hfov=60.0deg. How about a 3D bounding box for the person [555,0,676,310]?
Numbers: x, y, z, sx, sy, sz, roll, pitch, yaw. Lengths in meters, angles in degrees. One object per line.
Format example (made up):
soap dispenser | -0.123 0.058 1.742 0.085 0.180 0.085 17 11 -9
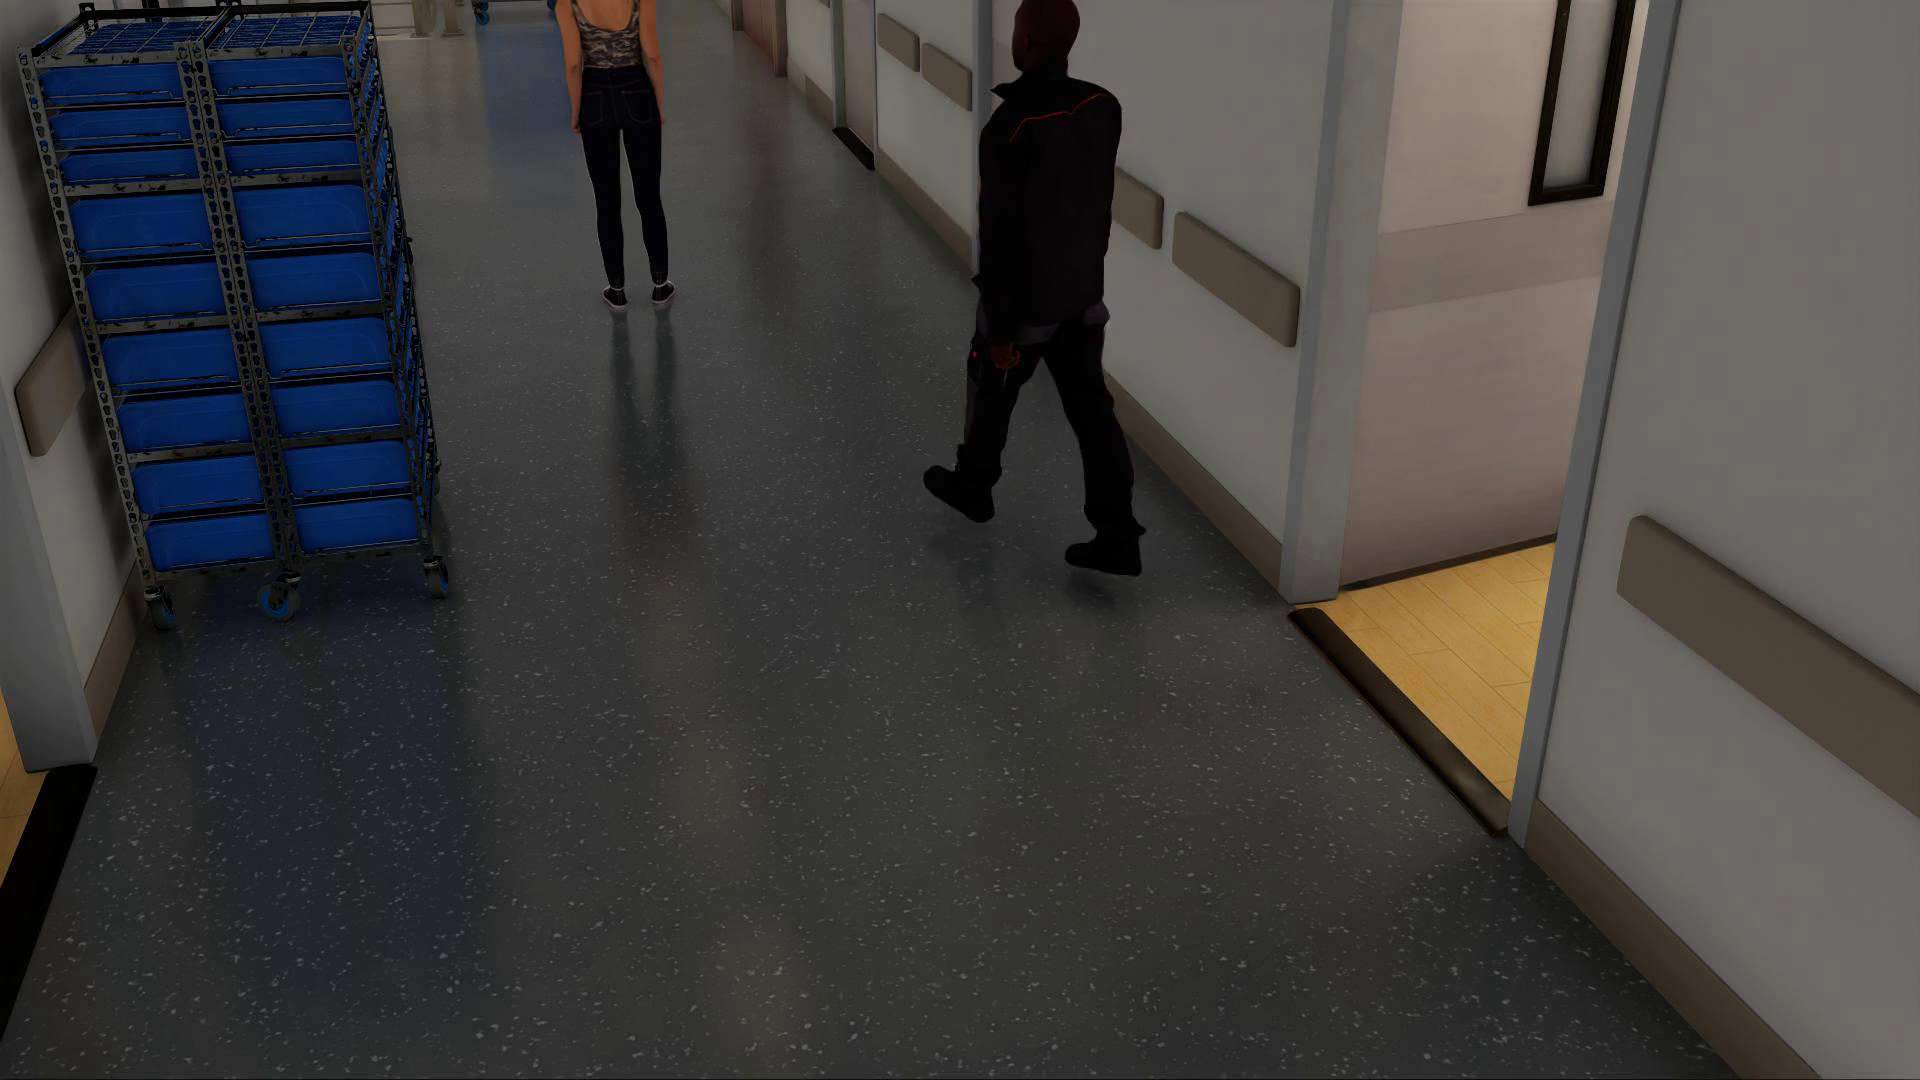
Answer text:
person | -1.579 -1.964 7.705 0.610 1.770 0.533 -5 26 -11

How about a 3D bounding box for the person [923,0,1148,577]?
person | 0.327 -0.716 5.100 1.025 1.785 1.347 -18 31 -32
